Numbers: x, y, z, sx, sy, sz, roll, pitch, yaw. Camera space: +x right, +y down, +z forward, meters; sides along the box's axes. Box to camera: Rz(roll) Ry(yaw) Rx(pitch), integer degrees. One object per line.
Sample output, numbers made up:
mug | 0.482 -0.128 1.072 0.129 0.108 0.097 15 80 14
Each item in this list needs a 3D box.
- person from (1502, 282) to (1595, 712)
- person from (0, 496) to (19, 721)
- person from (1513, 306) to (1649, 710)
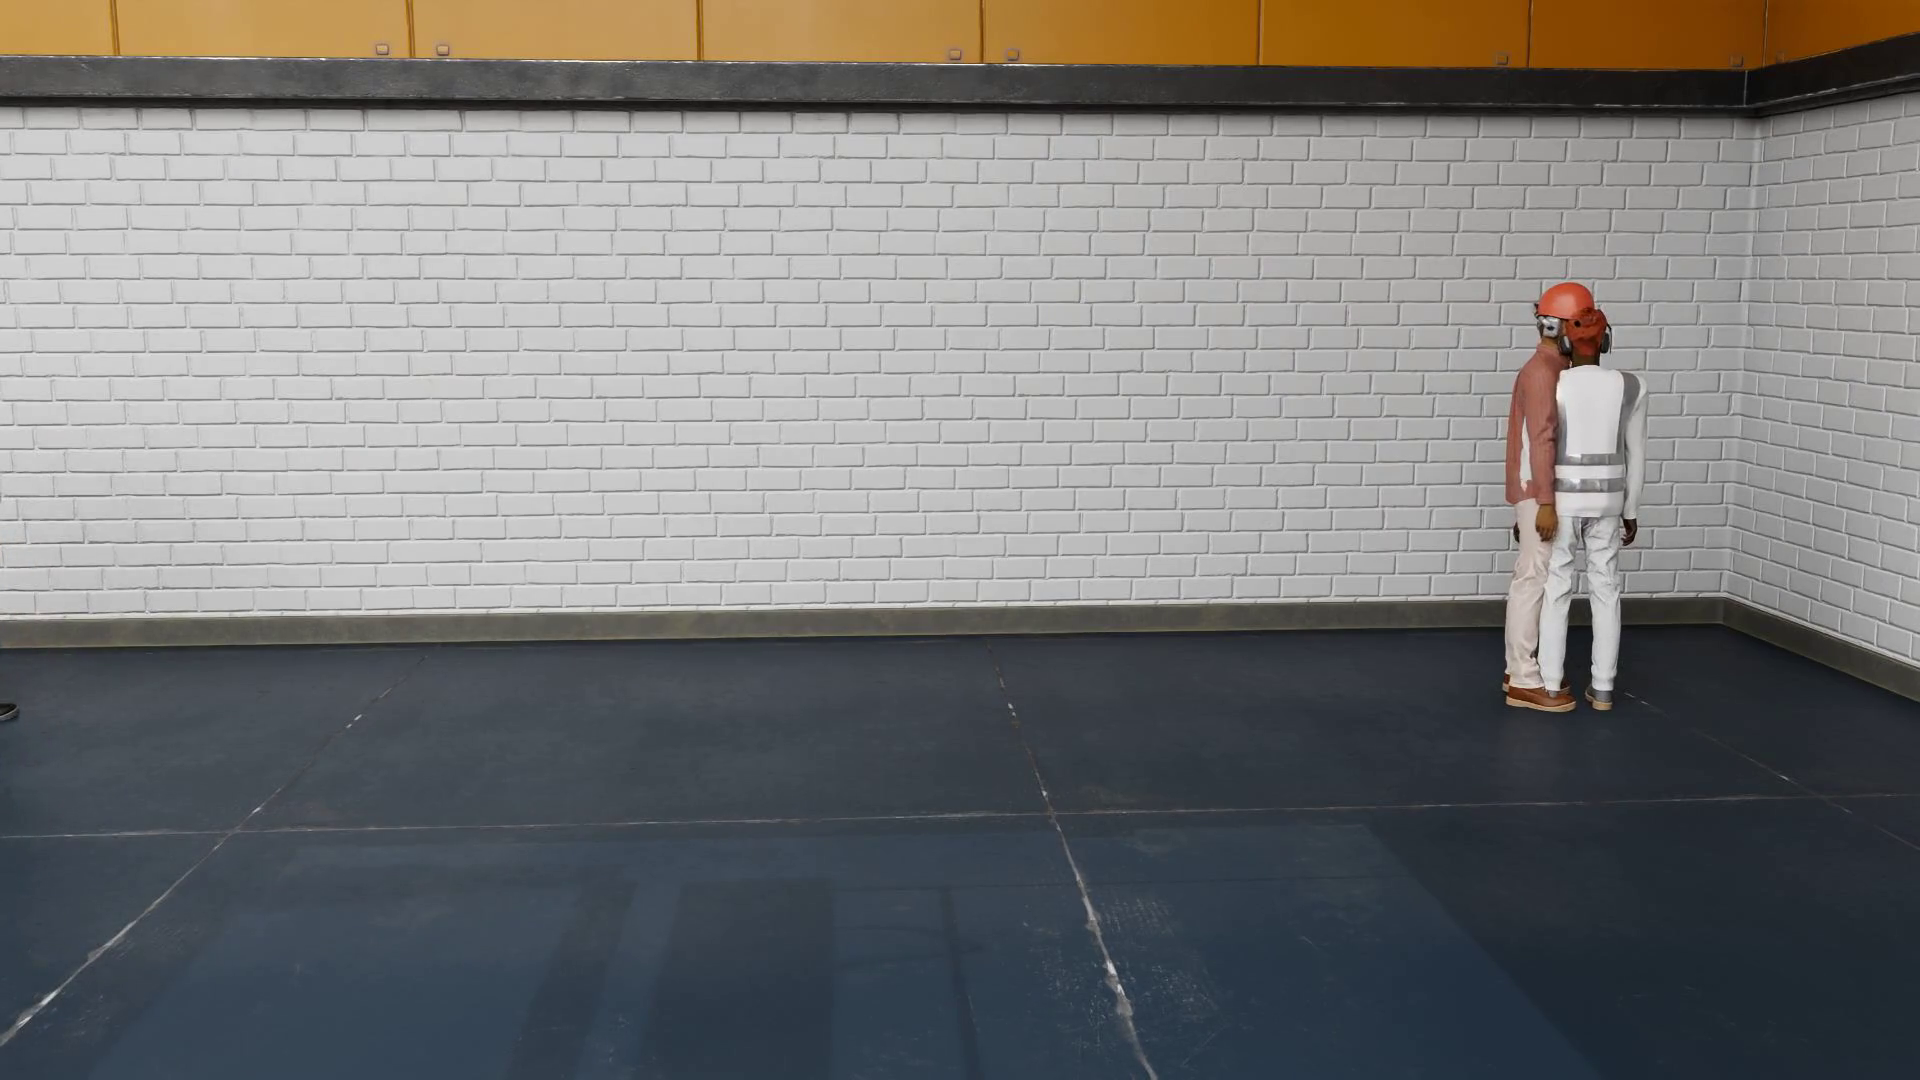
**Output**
person | 2.763 -0.205 7.816 0.391 1.987 0.608 3 10 19
person | -4.566 -0.081 7.528 0.598 1.828 0.403 8 12 41
person | 2.872 -0.141 7.723 0.574 1.887 0.355 0 9 3
